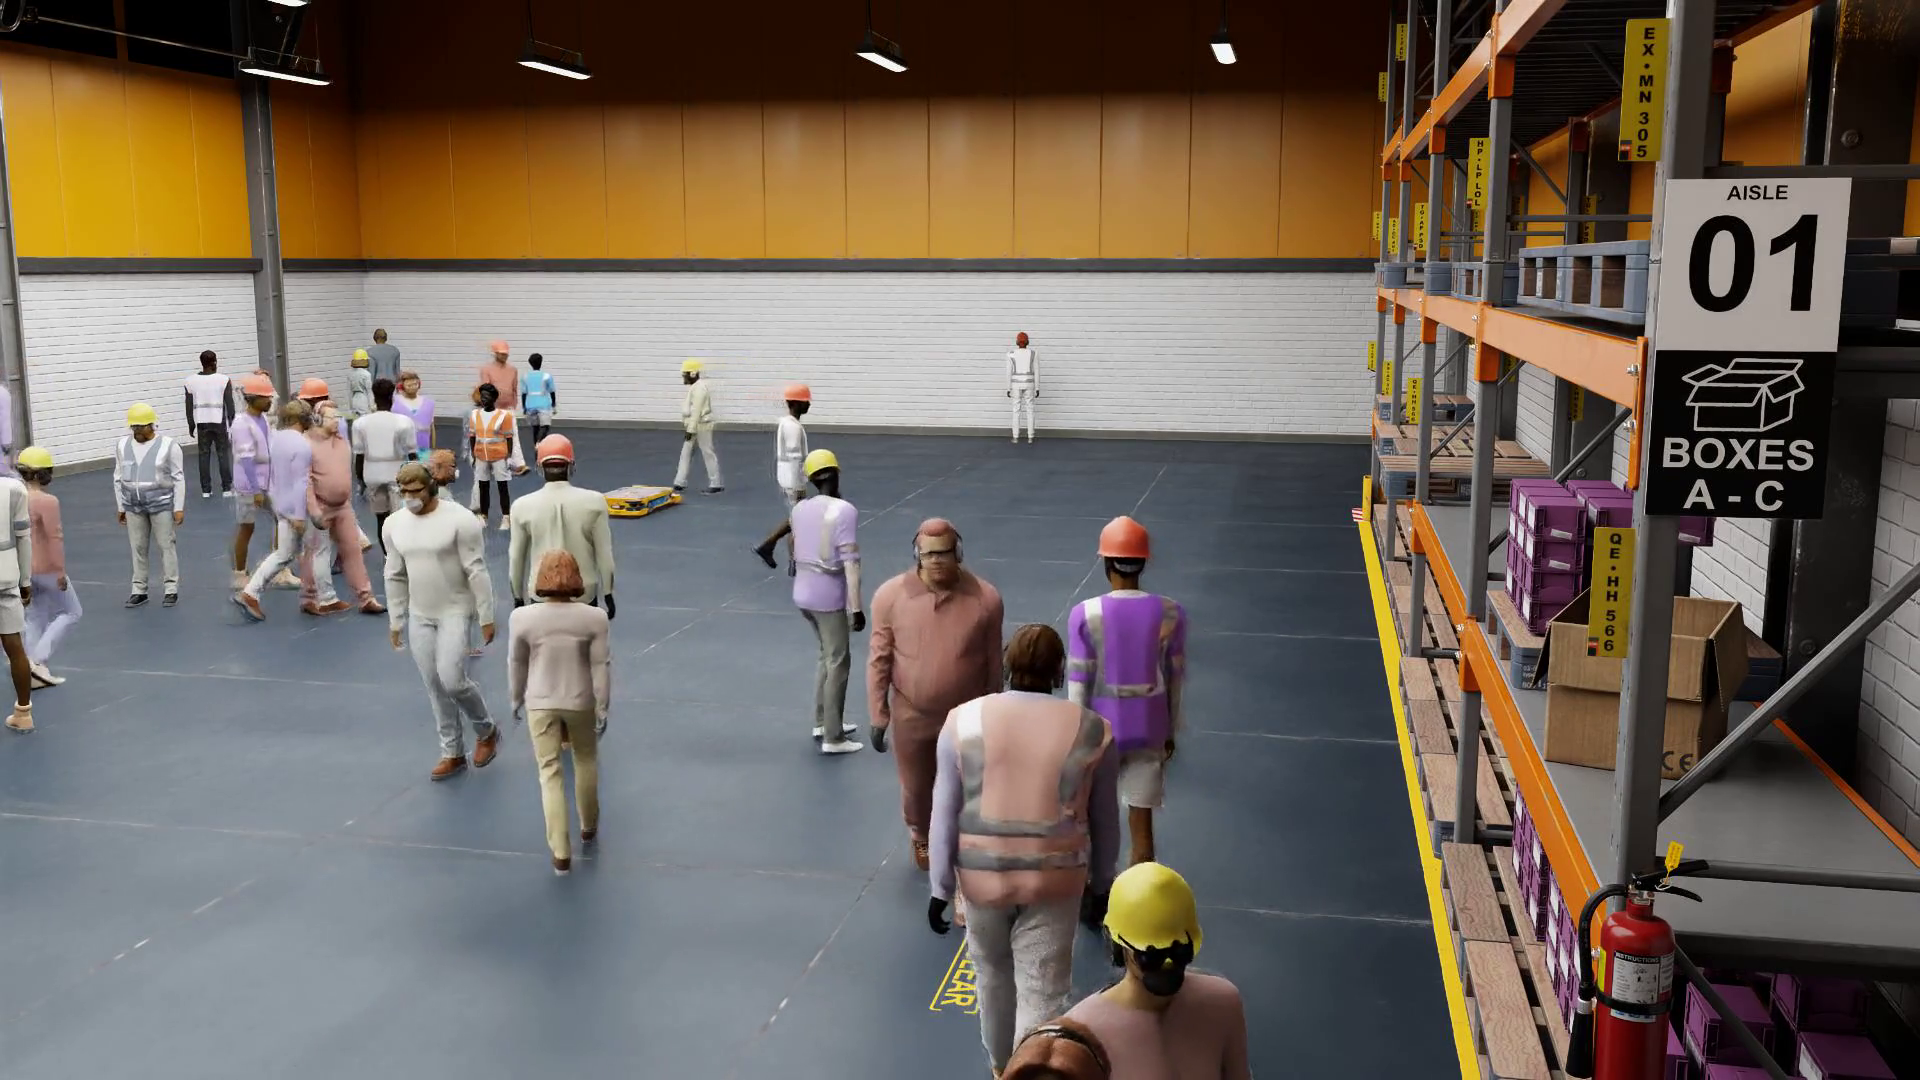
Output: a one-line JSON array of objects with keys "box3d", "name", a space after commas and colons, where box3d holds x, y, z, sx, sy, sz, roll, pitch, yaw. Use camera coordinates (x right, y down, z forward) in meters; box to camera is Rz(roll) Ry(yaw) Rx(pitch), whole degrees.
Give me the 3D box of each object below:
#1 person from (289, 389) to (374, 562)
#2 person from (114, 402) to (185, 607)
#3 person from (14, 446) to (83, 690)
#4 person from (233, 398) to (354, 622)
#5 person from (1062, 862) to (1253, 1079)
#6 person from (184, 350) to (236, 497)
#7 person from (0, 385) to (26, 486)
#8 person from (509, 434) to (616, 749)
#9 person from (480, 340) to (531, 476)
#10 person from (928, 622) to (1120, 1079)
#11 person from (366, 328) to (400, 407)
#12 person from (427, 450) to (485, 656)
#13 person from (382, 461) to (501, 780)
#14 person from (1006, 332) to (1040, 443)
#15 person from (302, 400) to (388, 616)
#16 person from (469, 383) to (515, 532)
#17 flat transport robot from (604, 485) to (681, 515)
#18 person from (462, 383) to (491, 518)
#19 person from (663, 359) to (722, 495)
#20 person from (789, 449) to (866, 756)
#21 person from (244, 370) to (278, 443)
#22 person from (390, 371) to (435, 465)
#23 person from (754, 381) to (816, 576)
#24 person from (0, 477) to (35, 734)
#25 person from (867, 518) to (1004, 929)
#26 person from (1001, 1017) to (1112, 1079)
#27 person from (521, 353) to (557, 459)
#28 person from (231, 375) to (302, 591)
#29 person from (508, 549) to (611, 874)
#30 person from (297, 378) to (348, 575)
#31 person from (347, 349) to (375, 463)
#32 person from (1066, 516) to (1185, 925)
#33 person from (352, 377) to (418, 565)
[{"box3d": [-6.454, -0.640, 16.850, 0.887, 1.798, 0.652, 1, 9, 4], "name": "person"}, {"box3d": [-7.173, -0.308, 14.713, 0.589, 1.827, 0.404, 0, 9, -2], "name": "person"}, {"box3d": [-6.531, 0.204, 11.846, 0.544, 1.750, 0.367, 5, 11, 28], "name": "person"}, {"box3d": [-5.729, -0.254, 14.181, 0.929, 1.905, 0.629, -9, 13, -43], "name": "person"}, {"box3d": [0.425, 1.546, 3.871, 0.517, 1.720, 0.920, -5, 11, -29], "name": "person"}, {"box3d": [-9.764, -1.509, 21.691, 0.594, 1.912, 0.376, -1, 10, -8], "name": "person"}, {"box3d": [-11.690, -1.227, 20.080, 0.650, 1.884, 0.809, 2, 10, 12], "name": "person"}, {"box3d": [-2.509, 0.316, 10.493, 0.651, 1.975, 0.547, -2, 10, -14], "name": "person"}, {"box3d": [-6.546, -1.874, 23.791, 0.633, 1.935, 1.042, -9, 13, -42], "name": "person"}, {"box3d": [0.236, 1.177, 5.862, 0.647, 1.796, 0.905, 1, 9, 6], "name": "person"}, {"box3d": [-9.888, -2.658, 28.537, 0.376, 1.940, 0.627, 8, 12, 39], "name": "person"}, {"box3d": [-3.888, 0.108, 12.815, 0.582, 1.610, 0.531, -2, 10, -12], "name": "person"}, {"box3d": [-3.064, 0.471, 9.779, 0.666, 1.907, 0.468, 3, 10, 17], "name": "person"}, {"box3d": [1.072, -2.585, 28.261, 0.575, 1.884, 0.355, 0, 9, 2], "name": "person"}, {"box3d": [-5.385, -0.260, 14.287, 0.790, 1.869, 0.662, 5, 11, 29], "name": "person"}, {"box3d": [-5.312, -0.933, 18.867, 0.534, 1.697, 0.322, 2, 10, 10], "name": "person"}, {"box3d": [-4.005, -0.497, 20.531, 0.652, 0.197, 1.431, 2, 10, 11], "name": "flat transport robot"}, {"box3d": [-5.678, -1.062, 19.865, 0.552, 1.607, 0.516, 5, 10, 25], "name": "person"}, {"box3d": [-3.530, -1.467, 21.786, 0.840, 1.791, 0.608, -4, 10, -22], "name": "person"}, {"box3d": [-0.839, 0.377, 10.442, 0.485, 1.877, 0.626, -8, 12, -40], "name": "person"}, {"box3d": [-9.339, -1.473, 22.392, 0.779, 1.605, 0.530, 7, 12, 36], "name": "person"}, {"box3d": [-6.224, -1.008, 18.931, 0.558, 1.827, 0.450, -7, 11, -34], "name": "person"}, {"box3d": [-1.657, -0.583, 16.099, 0.565, 1.917, 0.551, -1, 10, -7], "name": "person"}, {"box3d": [-6.217, 0.271, 10.577, 0.378, 2.044, 0.608, 6, 11, 31], "name": "person"}, {"box3d": [-0.114, 0.800, 7.945, 0.653, 1.872, 0.914, 0, 9, 1], "name": "person"}, {"box3d": [0.202, 1.691, 3.287, 0.528, 1.623, 0.566, 3, 10, 16], "name": "person"}, {"box3d": [-6.524, -2.048, 25.632, 0.531, 1.676, 0.681, 1, 9, 6], "name": "person"}, {"box3d": [-6.395, -0.505, 15.335, 0.820, 2.008, 0.628, 1, 9, 7], "name": "person"}, {"box3d": [-2.035, 0.837, 8.484, 0.505, 1.602, 0.749, -2, 10, -14], "name": "person"}, {"box3d": [-6.237, -0.622, 16.281, 0.547, 1.934, 0.375, 4, 10, 22], "name": "person"}, {"box3d": [-9.097, -2.032, 25.354, 0.492, 1.743, 0.295, 5, 11, 28], "name": "person"}, {"box3d": [0.728, 0.842, 7.503, 0.557, 1.910, 0.717, -1, 9, -6], "name": "person"}, {"box3d": [-5.574, -0.599, 16.109, 0.638, 1.955, 0.661, 0, 9, -2], "name": "person"}]
